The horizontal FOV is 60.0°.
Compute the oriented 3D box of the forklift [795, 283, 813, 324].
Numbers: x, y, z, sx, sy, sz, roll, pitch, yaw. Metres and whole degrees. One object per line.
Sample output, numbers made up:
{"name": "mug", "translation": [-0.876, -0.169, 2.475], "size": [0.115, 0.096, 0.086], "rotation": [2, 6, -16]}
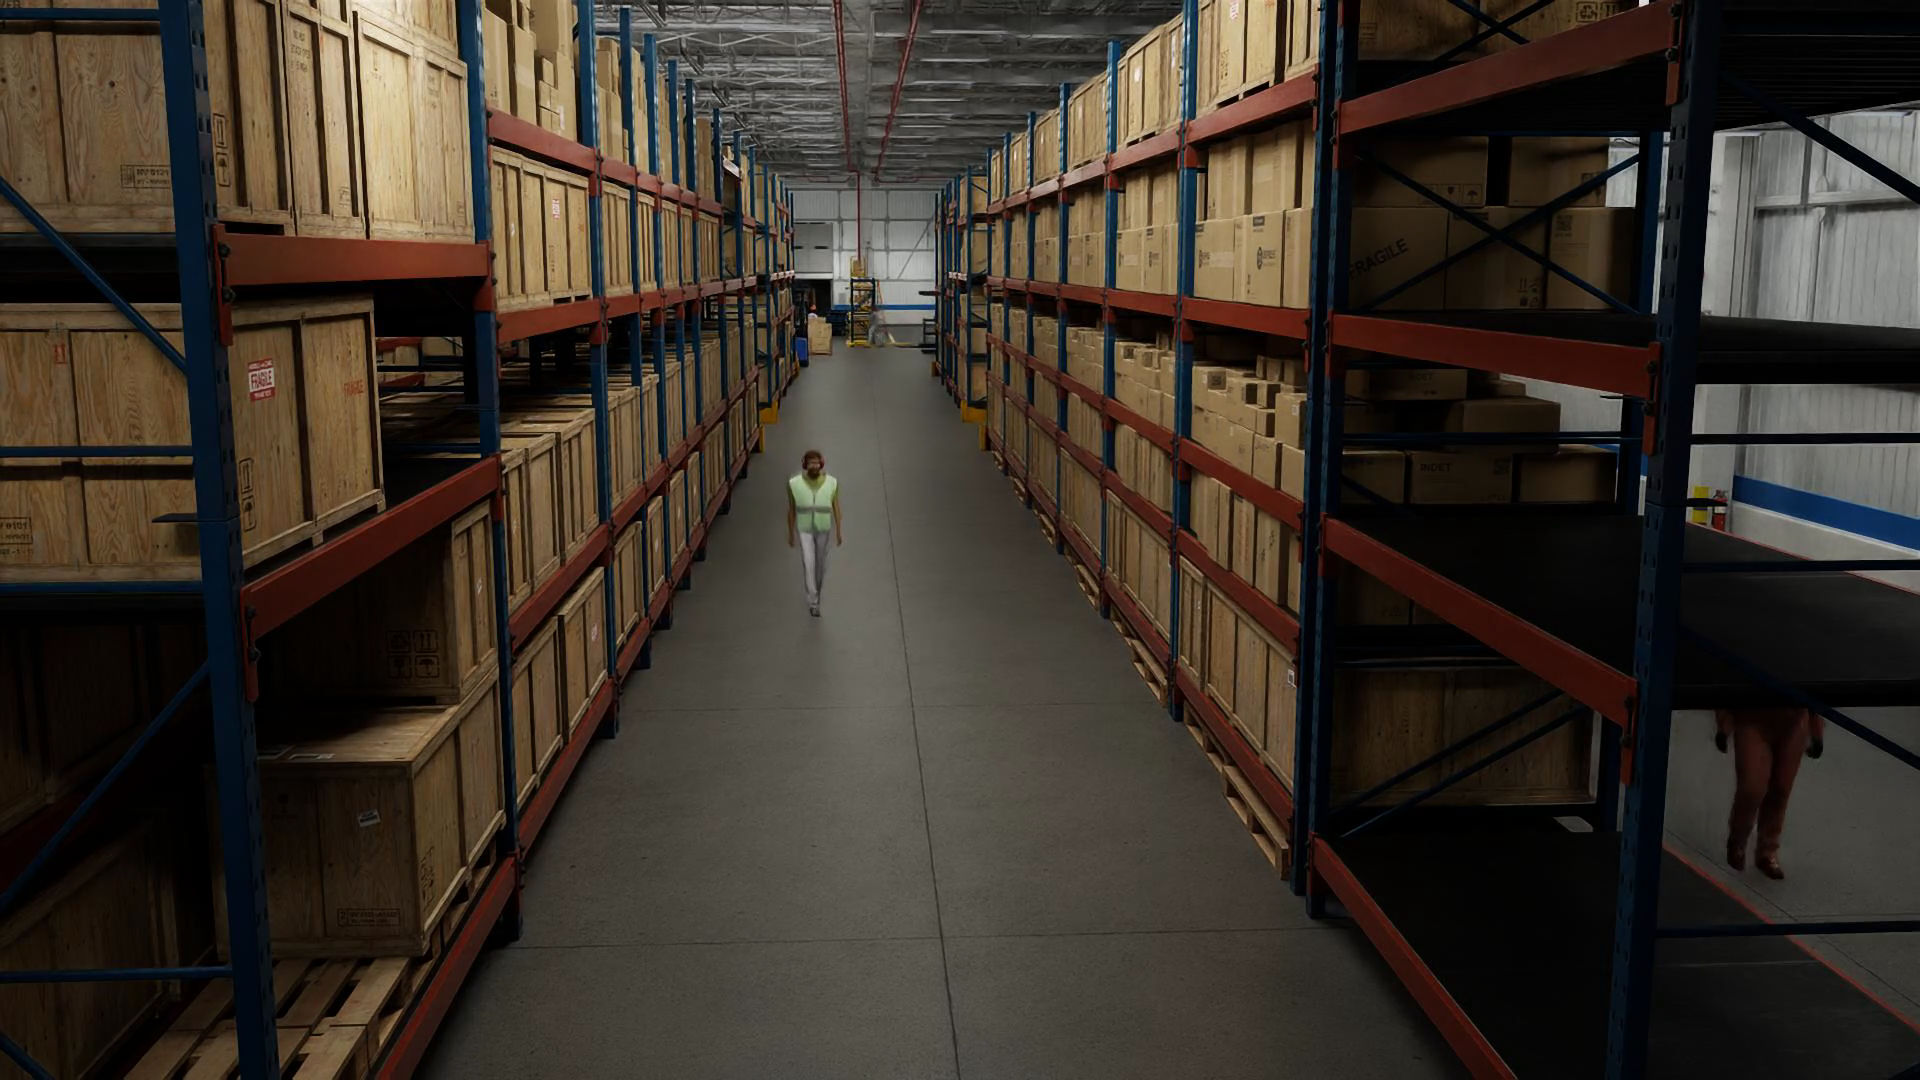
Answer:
{"name": "forklift", "translation": [-7.448, -10.808, 79.029], "size": [1.129, 2.768, 1.873], "rotation": [-2, 10, -12]}

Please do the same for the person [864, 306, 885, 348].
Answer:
{"name": "person", "translation": [-3.801, -9.501, 74.164], "size": [0.943, 1.911, 0.641], "rotation": [-2, 10, -12]}

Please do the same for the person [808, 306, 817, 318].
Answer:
{"name": "person", "translation": [-6.421, -9.284, 72.781], "size": [0.543, 1.927, 0.399], "rotation": [9, 13, 43]}

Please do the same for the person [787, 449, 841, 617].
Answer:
{"name": "person", "translation": [-1.610, -0.112, 18.311], "size": [0.573, 1.821, 0.835], "rotation": [-2, 10, -14]}

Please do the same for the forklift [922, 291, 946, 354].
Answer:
{"name": "forklift", "translation": [-0.641, -9.145, 69.096], "size": [1.873, 2.768, 1.129], "rotation": [-1, 10, -3]}

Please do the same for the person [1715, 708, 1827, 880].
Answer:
{"name": "person", "translation": [5.069, 1.175, 10.370], "size": [0.670, 1.894, 0.431], "rotation": [0, 10, 2]}

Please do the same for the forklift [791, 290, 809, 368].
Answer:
{"name": "forklift", "translation": [-6.076, -7.676, 60.322], "size": [1.129, 2.768, 1.873], "rotation": [-1, 10, -3]}
